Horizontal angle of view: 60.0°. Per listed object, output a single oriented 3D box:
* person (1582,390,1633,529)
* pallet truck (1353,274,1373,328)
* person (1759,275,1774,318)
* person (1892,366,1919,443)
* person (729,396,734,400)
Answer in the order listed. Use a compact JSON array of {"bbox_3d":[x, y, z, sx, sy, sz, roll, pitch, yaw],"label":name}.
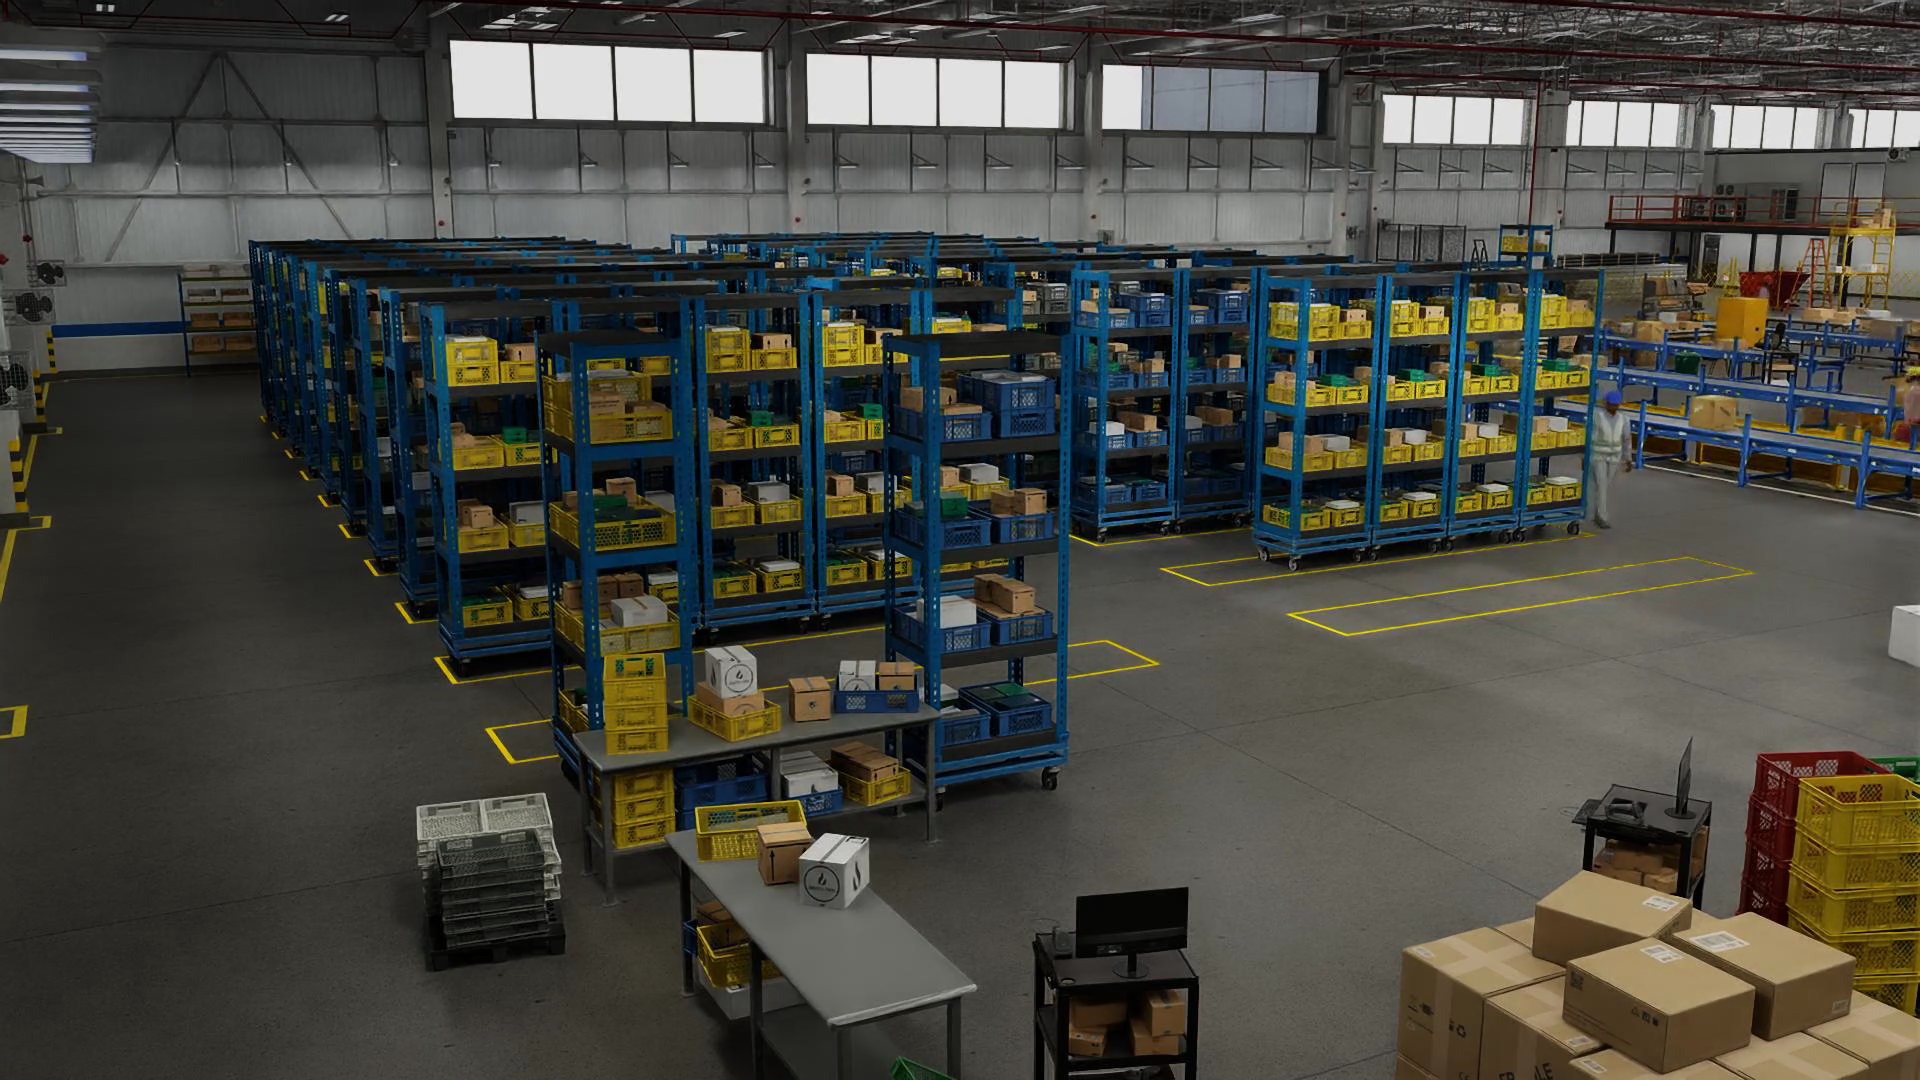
[{"bbox_3d":[8.972,-1.098,22.905,0.645,1.913,0.866,-1,12,-6],"label":"person"},{"bbox_3d":[13.011,-8.050,55.243,0.823,1.965,1.885,-7,14,-28],"label":"pallet truck"},{"bbox_3d":[24.258,-7.022,50.407,0.775,2.018,0.638,6,13,26],"label":"person"},{"bbox_3d":[15.708,-2.005,27.541,0.541,1.750,0.368,-11,16,-42],"label":"person"},{"bbox_3d":[-3.916,-2.255,28.592,0.612,1.803,0.757,-6,13,-25],"label":"person"}]
